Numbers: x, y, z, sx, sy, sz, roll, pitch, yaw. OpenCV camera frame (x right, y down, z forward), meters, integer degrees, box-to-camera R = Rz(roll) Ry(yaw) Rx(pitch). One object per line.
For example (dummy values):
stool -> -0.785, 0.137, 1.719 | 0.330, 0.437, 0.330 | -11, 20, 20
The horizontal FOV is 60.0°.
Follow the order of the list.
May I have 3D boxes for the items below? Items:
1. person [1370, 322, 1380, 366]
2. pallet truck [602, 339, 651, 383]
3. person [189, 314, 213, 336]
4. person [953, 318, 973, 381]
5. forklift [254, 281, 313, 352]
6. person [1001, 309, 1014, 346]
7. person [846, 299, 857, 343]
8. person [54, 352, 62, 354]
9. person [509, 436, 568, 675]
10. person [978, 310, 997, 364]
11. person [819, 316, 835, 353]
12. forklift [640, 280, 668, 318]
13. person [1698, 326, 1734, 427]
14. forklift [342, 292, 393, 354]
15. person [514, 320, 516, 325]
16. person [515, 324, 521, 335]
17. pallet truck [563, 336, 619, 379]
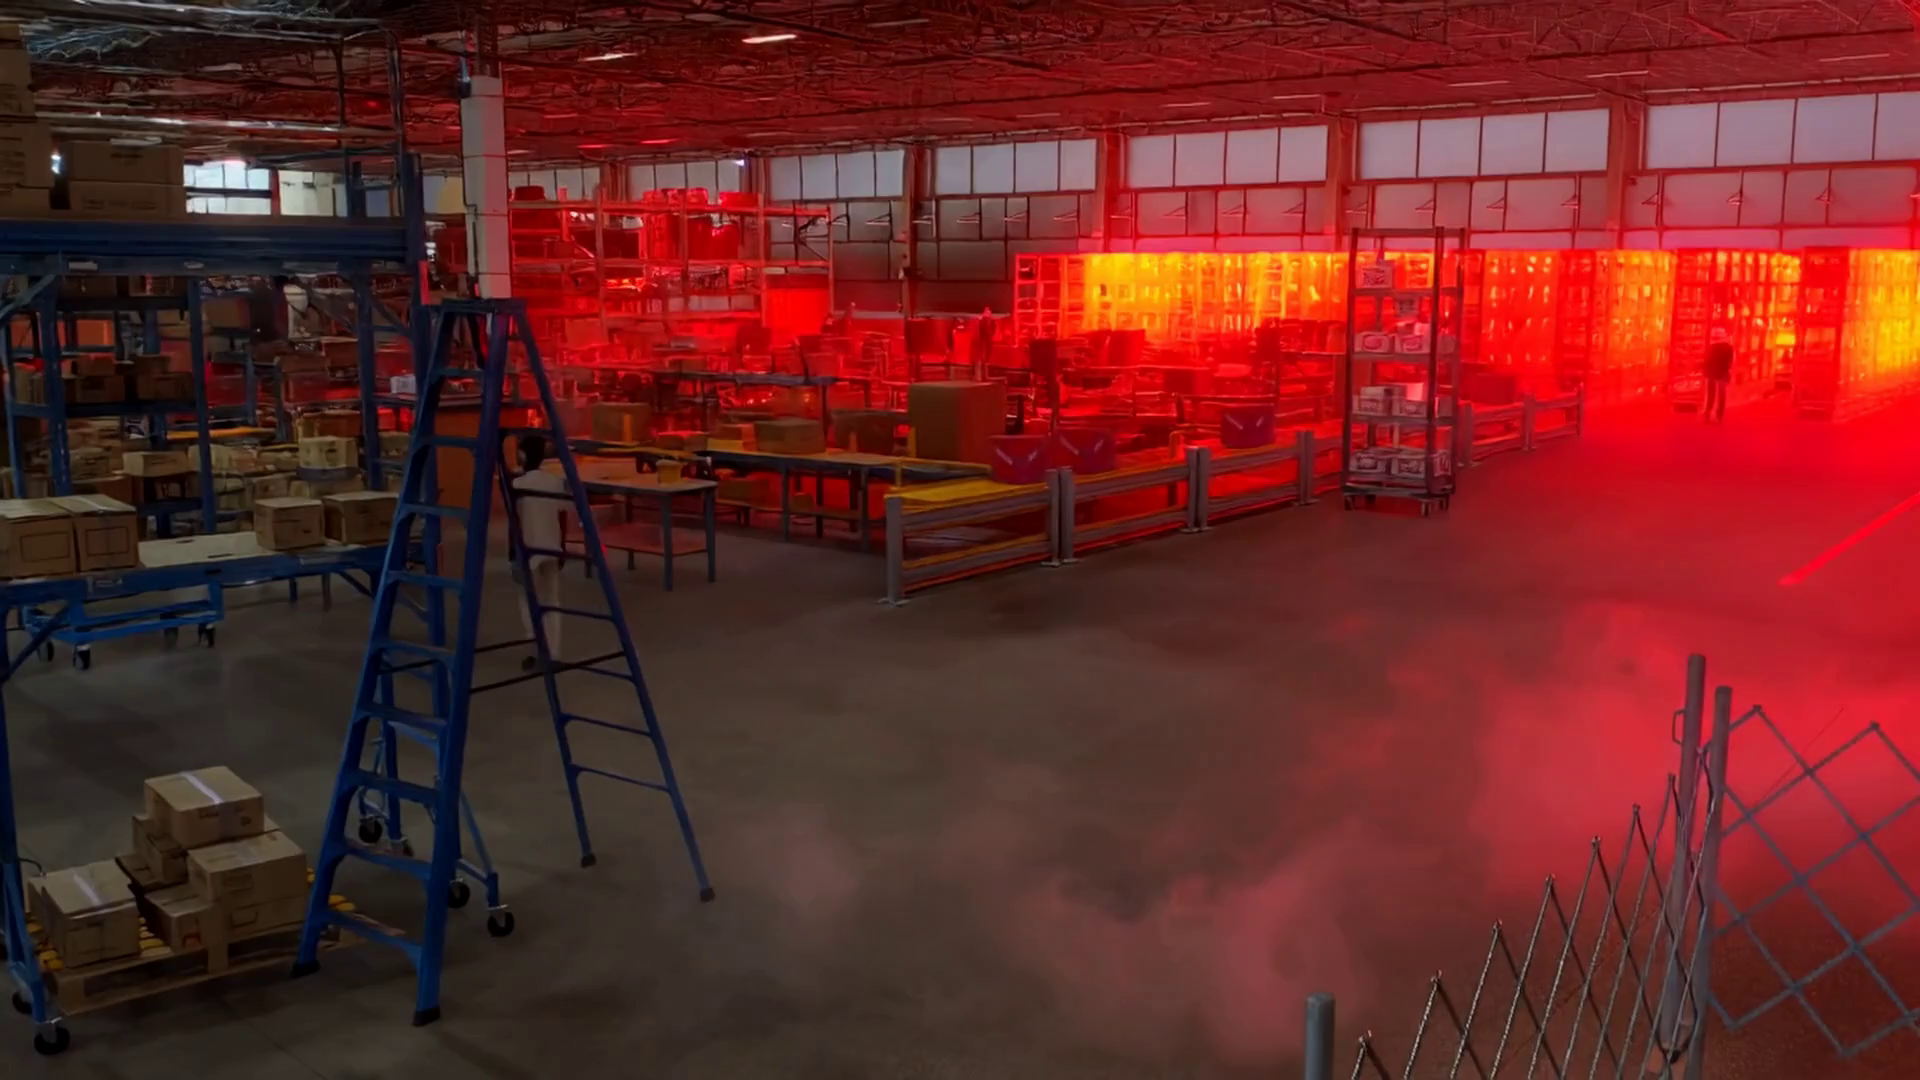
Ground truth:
person -> 10.474, -4.660, 42.410 | 0.588, 1.823, 0.403 | -4, 10, -23
pallet truck -> -8.991, -4.871, 45.351 | 0.653, 1.274, 1.630 | 7, 11, 37
person -> -21.068, -5.324, 46.283 | 0.643, 1.912, 0.410 | -1, 9, -5
person -> 0.079, -5.084, 45.008 | 0.563, 1.837, 0.389 | 3, 9, 16
forklift -> -18.856, -5.695, 45.574 | 1.129, 2.768, 1.873 | 7, 11, 37
person -> 1.779, -7.728, 61.841 | 0.485, 1.735, 0.343 | -2, 9, -10
person -> -4.696, -9.511, 72.364 | 0.555, 1.918, 0.407 | -9, 13, -44
person -> -32.683, -7.383, 59.674 | 0.546, 1.719, 0.898 | 6, 11, 34
person -> -3.196, 0.107, 12.588 | 0.511, 1.853, 0.494 | -6, 11, -34
person -> 0.887, -6.609, 54.472 | 0.639, 1.860, 0.999 | -1, 9, -6
person -> -3.810, -5.542, 47.919 | 0.404, 1.818, 0.601 | -9, 13, -43
forklift -> -10.437, -7.515, 56.934 | 1.129, 2.768, 1.873 | 0, 9, 1
person -> 14.978, -3.227, 32.928 | 0.376, 1.995, 0.612 | -5, 10, -28
forklift -> -16.485, -5.622, 45.120 | 1.129, 2.768, 1.873 | 7, 11, 37
person -> -16.119, -7.464, 59.649 | 0.402, 1.906, 0.652 | -4, 10, -24
person -> -12.587, -5.547, 47.670 | 0.603, 1.916, 0.853 | 3, 10, 19
pallet truck -> -10.690, -5.294, 48.215 | 1.601, 1.201, 0.680 | -5, 10, -26
